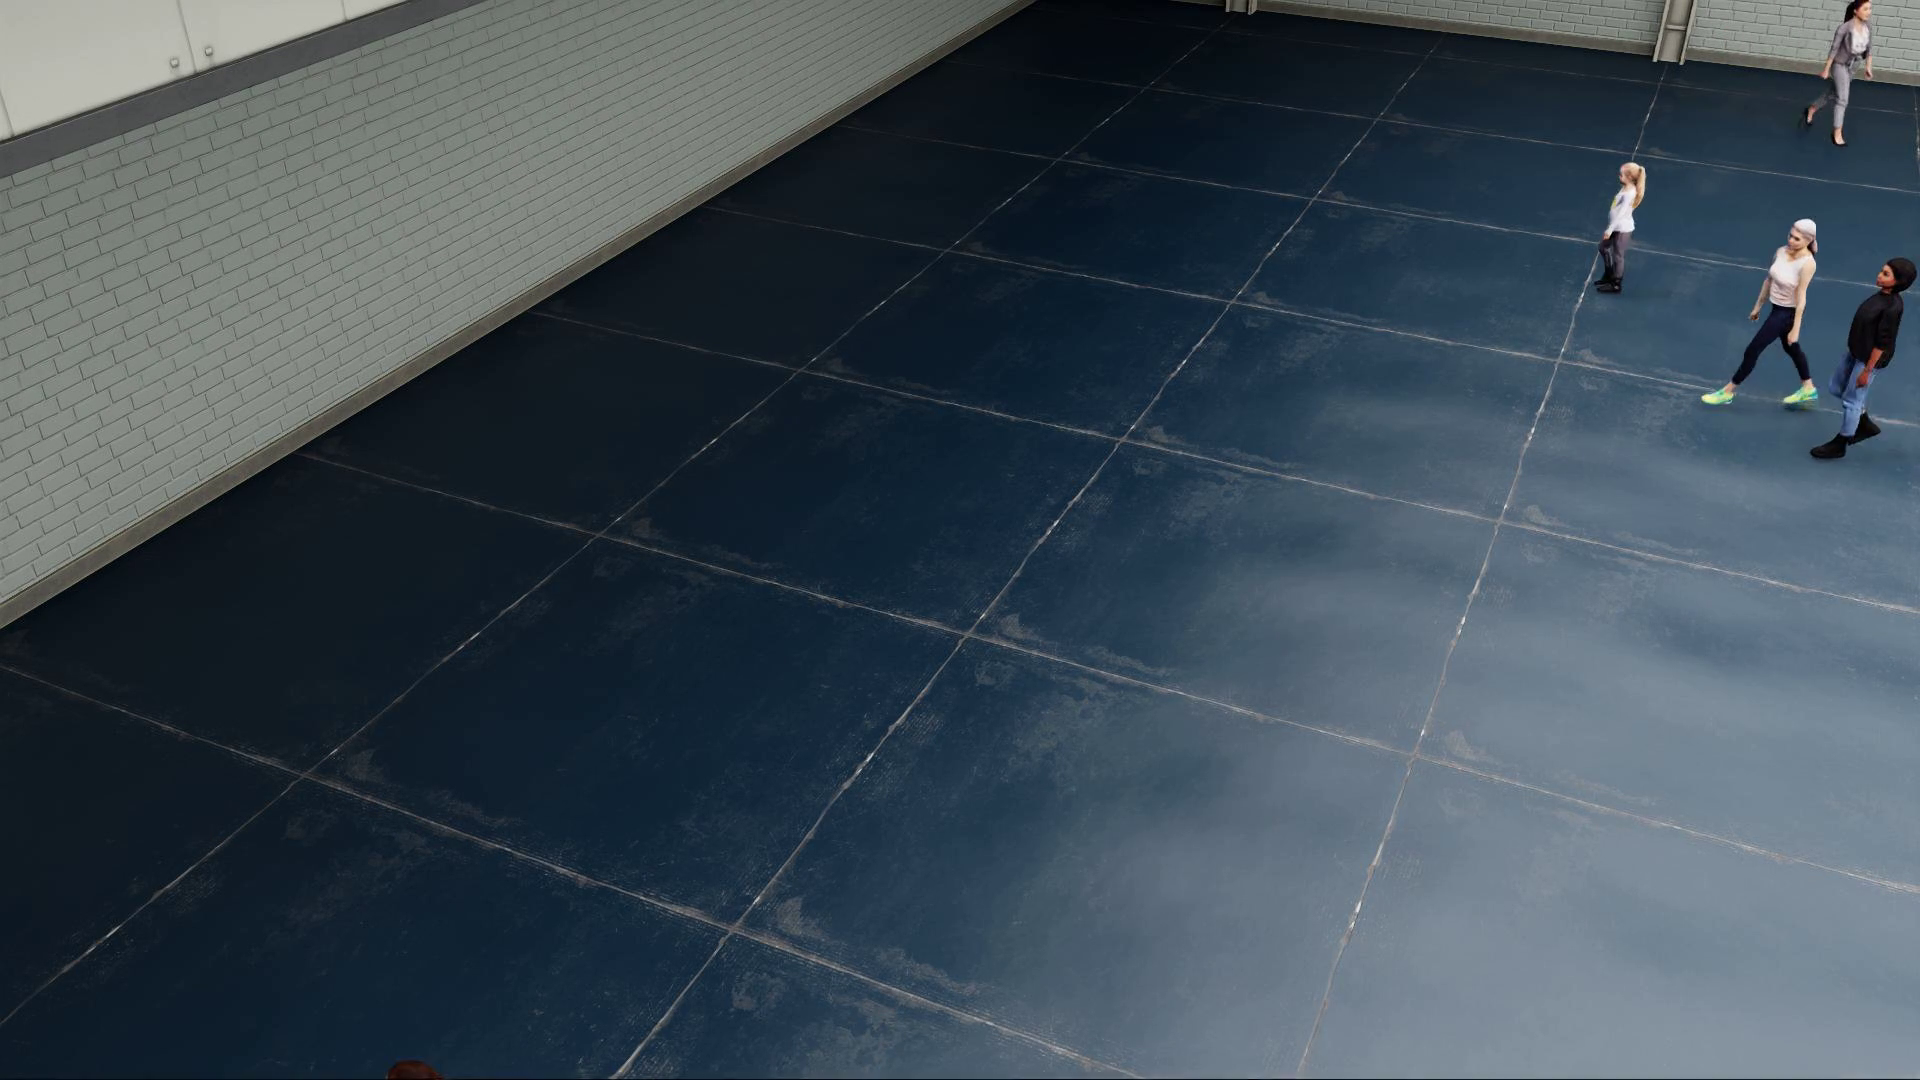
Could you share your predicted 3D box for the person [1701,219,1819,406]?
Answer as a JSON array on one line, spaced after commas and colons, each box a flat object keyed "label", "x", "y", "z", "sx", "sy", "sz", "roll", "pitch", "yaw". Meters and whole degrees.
[{"label": "person", "x": 6.784, "y": -1.811, "z": 13.535, "sx": 1.255, "sy": 1.654, "sz": 0.955, "roll": 0, "pitch": 32, "yaw": -1}]

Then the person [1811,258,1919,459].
[{"label": "person", "x": 7.065, "y": -1.375, "z": 12.817, "sx": 0.794, "sy": 1.683, "sz": 0.691, "roll": 5, "pitch": 33, "yaw": 8}]

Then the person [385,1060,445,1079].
[{"label": "person", "x": -1.996, "y": 2.626, "z": 6.678, "sx": 0.818, "sy": 1.466, "sz": 0.660, "roll": 8, "pitch": 33, "yaw": 12}]

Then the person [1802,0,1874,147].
[{"label": "person", "x": 10.229, "y": -5.472, "z": 19.355, "sx": 1.083, "sy": 1.637, "sz": 1.142, "roll": -11, "pitch": 34, "yaw": -17}]

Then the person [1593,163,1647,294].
[{"label": "person", "x": 6.290, "y": -2.920, "z": 15.657, "sx": 0.554, "sy": 1.267, "sz": 0.526, "roll": 8, "pitch": 33, "yaw": 12}]
